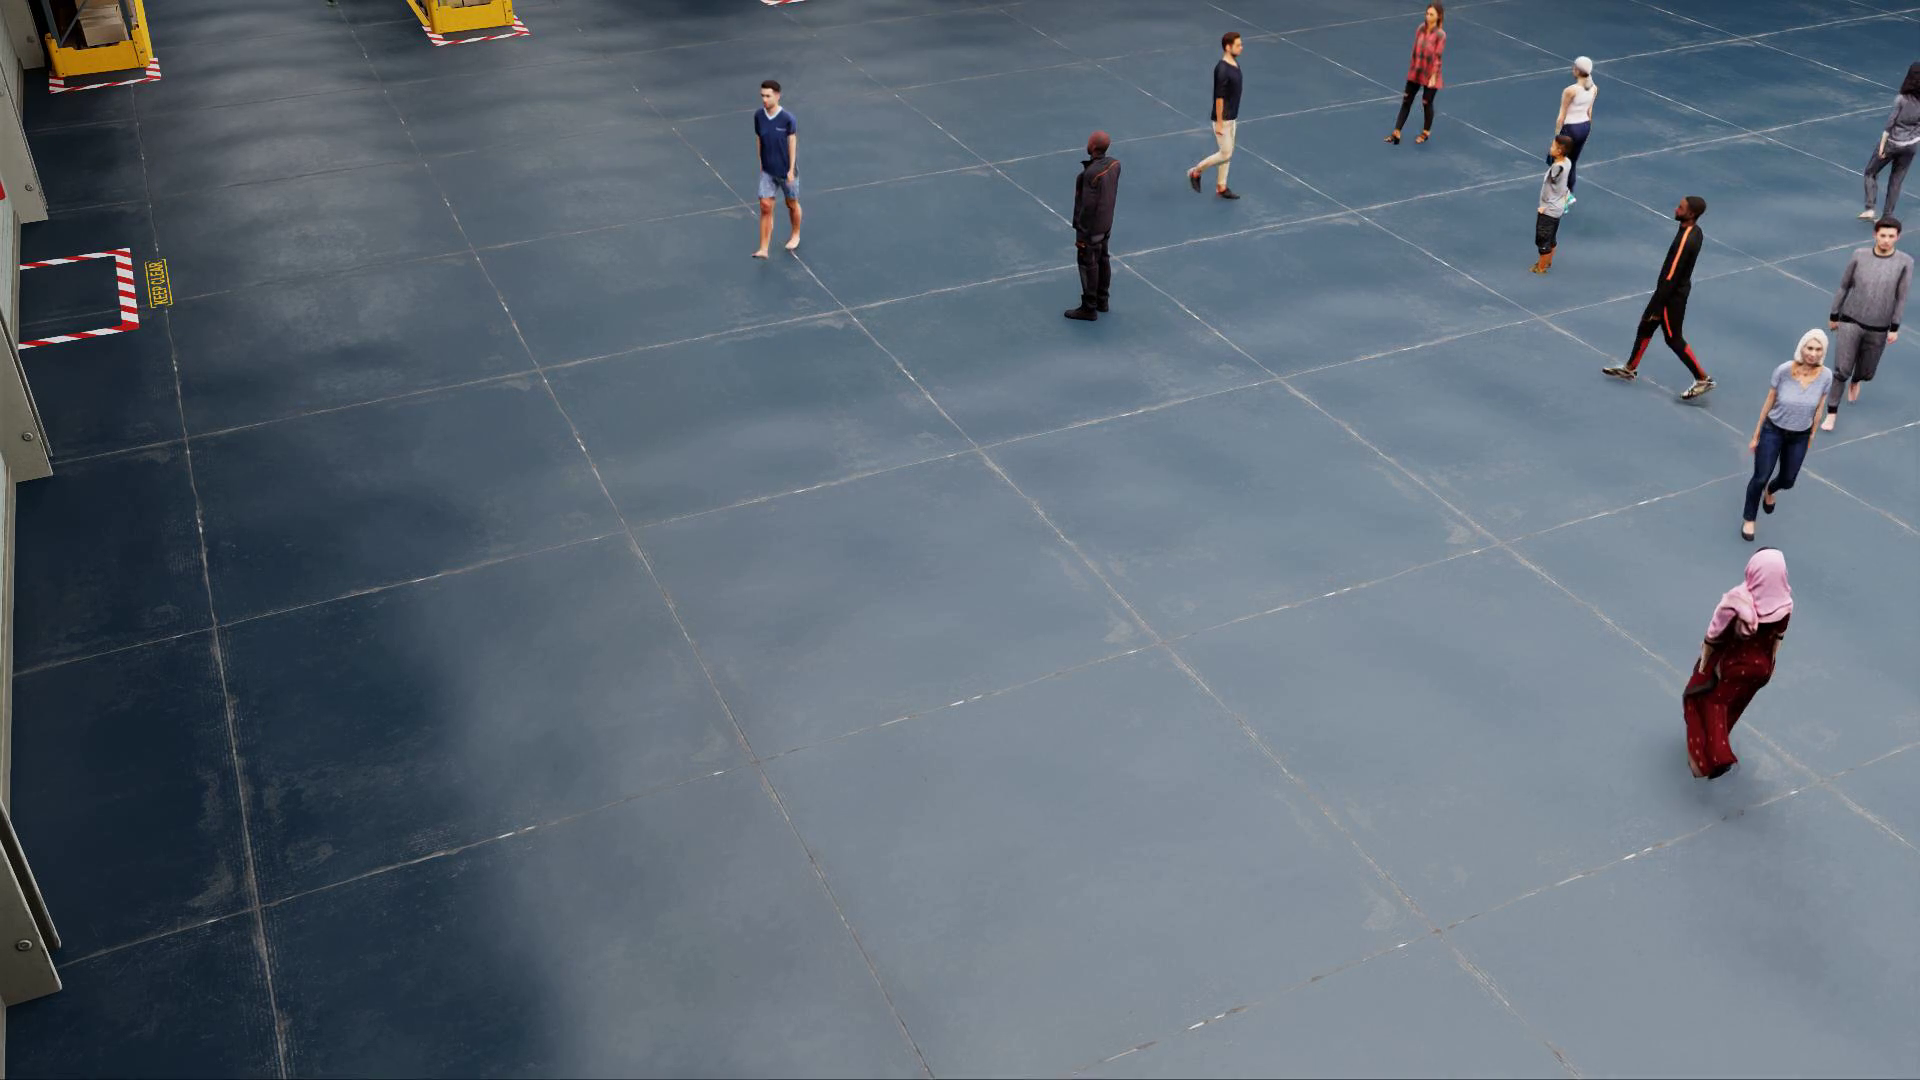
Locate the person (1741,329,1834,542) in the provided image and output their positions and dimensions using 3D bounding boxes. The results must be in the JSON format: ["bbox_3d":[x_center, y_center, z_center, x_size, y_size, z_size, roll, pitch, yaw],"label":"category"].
[{"bbox_3d":[6.152,-0.826,12.438,0.822,1.710,0.885,11,35,16],"label":"person"}]

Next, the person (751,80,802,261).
[{"bbox_3d":[-1.793,-3.781,16.896,1.102,1.803,1.160,11,35,16],"label":"person"}]

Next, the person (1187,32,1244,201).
[{"bbox_3d":[2.805,-4.612,18.130,0.980,1.850,0.902,15,36,22],"label":"person"}]

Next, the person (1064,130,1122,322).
[{"bbox_3d":[1.276,-2.961,15.615,0.811,1.825,0.803,19,38,27],"label":"person"}]

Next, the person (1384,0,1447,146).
[{"bbox_3d":[5.544,-5.493,19.650,0.799,1.671,0.905,-21,38,-29],"label":"person"}]

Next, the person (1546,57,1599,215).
[{"bbox_3d":[6.585,-4.274,17.755,0.636,1.692,0.687,-11,35,-17],"label":"person"}]

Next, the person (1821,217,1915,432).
[{"bbox_3d":[7.569,-1.834,13.885,1.036,1.821,1.052,19,37,26],"label":"person"}]

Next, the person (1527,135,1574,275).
[{"bbox_3d":[5.929,-3.391,16.617,0.662,1.452,0.632,18,37,25],"label":"person"}]

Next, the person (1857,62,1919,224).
[{"bbox_3d":[9.873,-4.086,17.416,0.730,1.747,0.774,2,33,3],"label":"person"}]

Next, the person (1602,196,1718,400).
[{"bbox_3d":[6.209,-2.048,14.261,1.265,1.770,1.086,17,37,24],"label":"person"}]

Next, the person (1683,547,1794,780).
[{"bbox_3d":[4.721,0.772,10.060,0.856,1.623,0.974,1,33,2],"label":"person"}]
